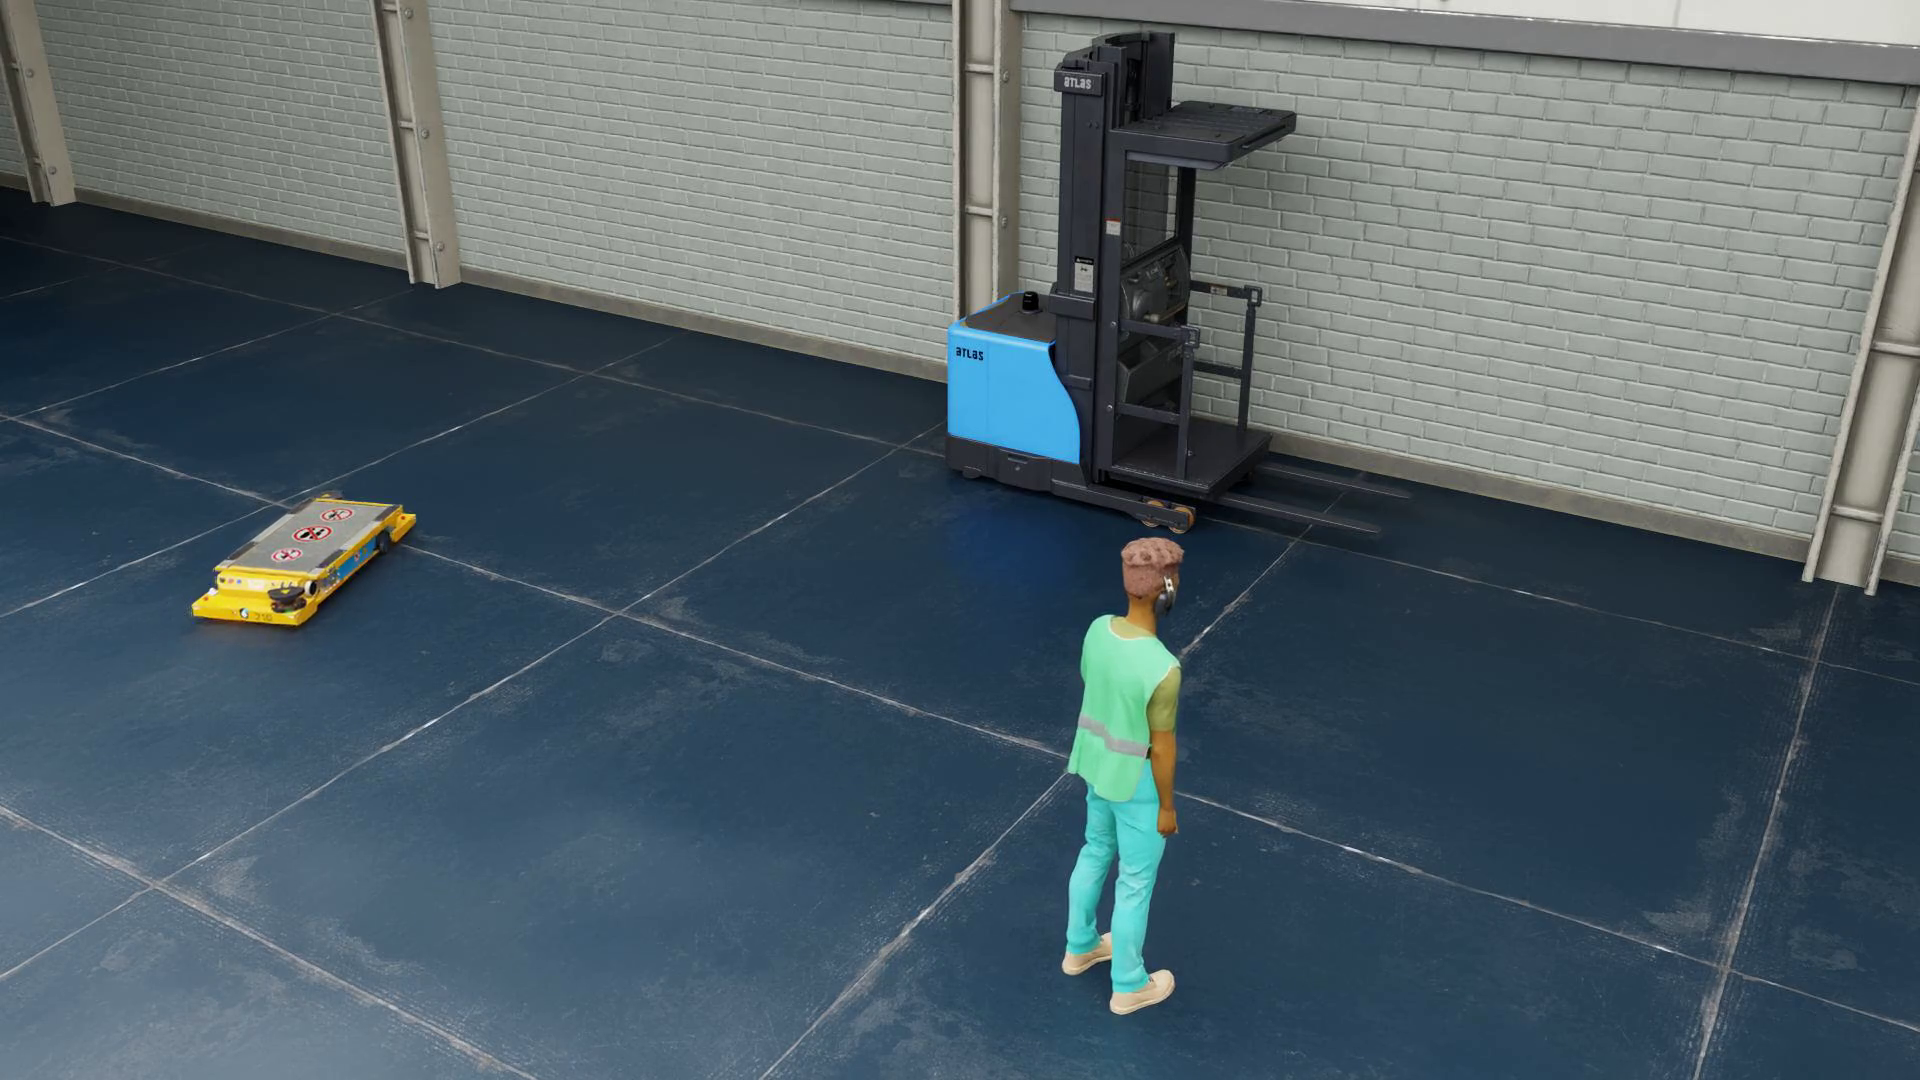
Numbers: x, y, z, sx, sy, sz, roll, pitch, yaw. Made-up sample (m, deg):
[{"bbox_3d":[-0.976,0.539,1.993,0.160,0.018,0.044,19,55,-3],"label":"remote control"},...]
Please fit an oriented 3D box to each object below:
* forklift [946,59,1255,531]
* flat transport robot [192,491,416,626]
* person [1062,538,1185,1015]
[{"bbox_3d":[0.933,-1.707,10.833,1.873,2.768,1.129,15,29,28],"label":"forklift"},{"bbox_3d":[-3.934,0.094,10.060,0.659,0.231,1.431,5,26,9],"label":"flat transport robot"},{"bbox_3d":[0.630,0.908,6.356,0.396,1.970,0.479,-15,29,-29],"label":"person"}]
